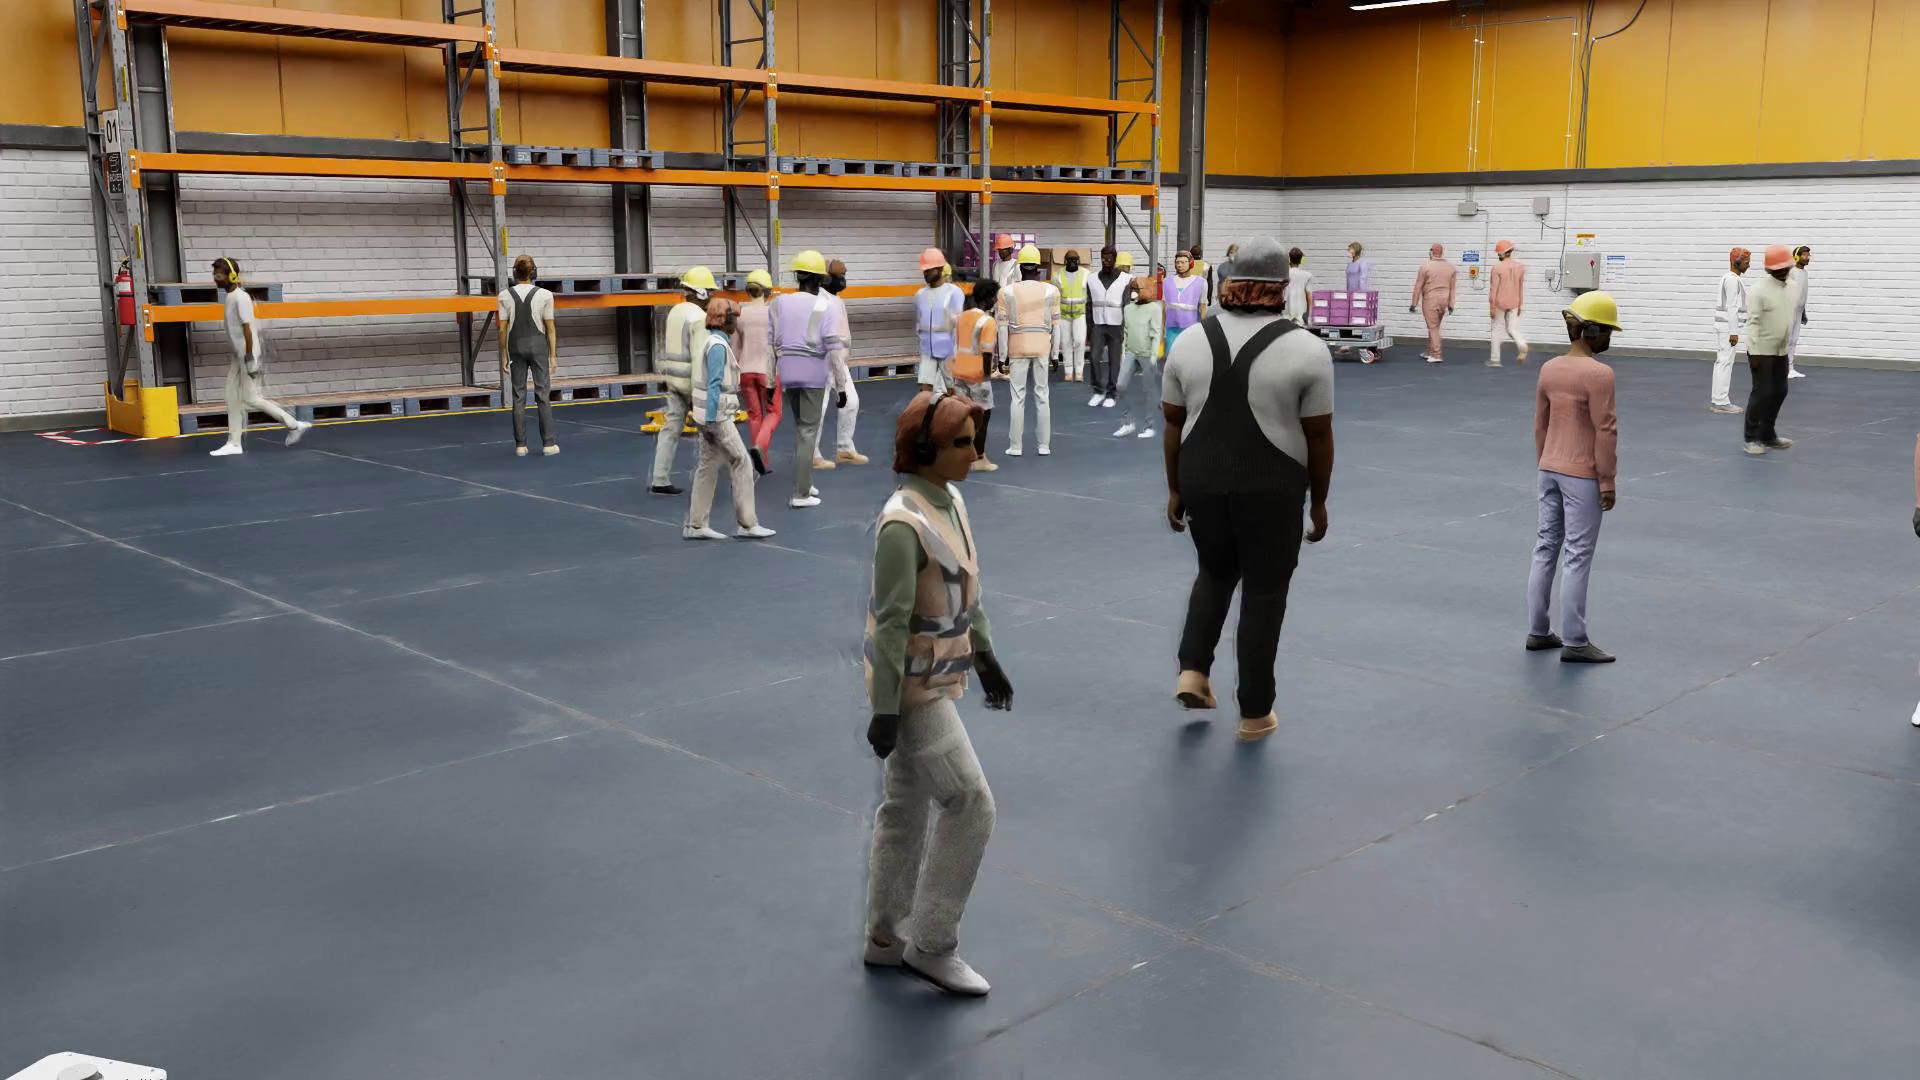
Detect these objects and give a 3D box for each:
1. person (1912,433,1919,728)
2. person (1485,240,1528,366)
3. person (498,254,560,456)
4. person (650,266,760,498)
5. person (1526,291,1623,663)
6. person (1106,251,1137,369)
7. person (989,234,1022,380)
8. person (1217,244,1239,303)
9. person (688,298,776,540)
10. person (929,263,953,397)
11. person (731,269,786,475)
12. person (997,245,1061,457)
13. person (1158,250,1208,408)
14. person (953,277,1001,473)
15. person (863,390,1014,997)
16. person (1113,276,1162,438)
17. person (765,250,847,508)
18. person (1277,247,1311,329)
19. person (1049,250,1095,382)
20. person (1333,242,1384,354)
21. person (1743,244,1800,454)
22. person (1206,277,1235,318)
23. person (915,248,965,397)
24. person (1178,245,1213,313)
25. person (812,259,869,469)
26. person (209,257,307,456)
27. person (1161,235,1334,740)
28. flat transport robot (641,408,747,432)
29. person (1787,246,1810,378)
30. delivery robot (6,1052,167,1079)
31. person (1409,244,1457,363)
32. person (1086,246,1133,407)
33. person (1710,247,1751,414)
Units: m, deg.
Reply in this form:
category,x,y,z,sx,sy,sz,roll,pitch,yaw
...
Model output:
category,x,y,z,sx,sy,sz,roll,pitch,yaw
person,4.221,-0.149,6.724,0.653,1.905,0.408,5,12,26
person,8.420,-3.615,25.502,0.624,1.957,0.773,-3,11,-16
person,-3.970,-1.691,15.299,0.506,1.846,0.348,-1,10,-4
person,-2.034,-1.221,12.930,0.915,1.778,0.595,-8,13,-39
person,2.951,-0.299,7.946,0.327,1.760,0.523,-3,11,-17
person,2.173,-2.928,22.136,0.602,1.809,0.658,5,11,24
person,0.631,-3.252,23.284,0.378,2.040,0.607,-10,14,-43
person,4.556,-3.938,27.473,0.621,1.900,0.965,6,12,31
person,-1.510,-0.788,11.014,0.692,1.605,0.544,-2,11,-11
person,-0.227,-2.230,18.550,0.493,1.728,0.414,7,12,33
person,-1.696,-1.383,13.880,0.535,1.742,0.561,3,11,15
person,0.624,-1.719,15.228,0.587,1.927,0.367,-1,10,-7
person,2.606,-2.448,19.419,0.563,1.847,0.388,5,12,26
person,0.035,-1.376,14.049,0.647,1.666,0.570,-6,12,-30
person,-0.050,0.412,4.459,0.511,1.619,0.512,1,10,8
person,1.772,-1.807,16.568,0.503,1.618,0.519,9,14,41
person,-1.110,-1.206,12.486,0.628,1.899,0.703,5,12,27
person,4.612,-3.139,23.170,0.557,1.852,0.454,-1,10,-5
person,1.522,-3.067,22.870,0.665,1.814,0.763,2,11,8
person,6.807,-4.110,28.291,0.797,1.919,0.631,-3,11,-17
person,7.514,-1.759,15.400,0.713,1.944,0.510,-5,12,-26
person,2.691,-1.803,16.514,0.538,1.608,0.611,4,11,19
person,-0.146,-1.769,15.577,0.576,1.909,0.878,6,12,31
person,4.198,-4.330,29.702,0.627,1.844,0.429,1,10,8
person,-1.077,-1.503,14.358,0.680,1.816,0.642,3,11,14
person,-6.560,-1.700,15.410,0.793,1.834,0.524,-7,13,-35
person,1.187,-0.219,6.738,0.690,2.000,0.541,7,12,33
flat transport robot,-2.781,-1.303,17.481,0.652,0.197,1.431,2,11,11
person,11.907,-3.243,23.691,0.518,1.874,0.327,-7,13,-35
delivery robot,-1.758,1.174,2.941,0.477,0.478,0.707,3,11,17
person,7.530,-3.791,26.664,0.657,1.868,0.897,-4,11,-19
person,1.740,-2.498,19.556,0.598,1.895,0.520,4,11,20
person,8.819,-2.395,19.024,0.355,1.887,0.573,3,11,17
